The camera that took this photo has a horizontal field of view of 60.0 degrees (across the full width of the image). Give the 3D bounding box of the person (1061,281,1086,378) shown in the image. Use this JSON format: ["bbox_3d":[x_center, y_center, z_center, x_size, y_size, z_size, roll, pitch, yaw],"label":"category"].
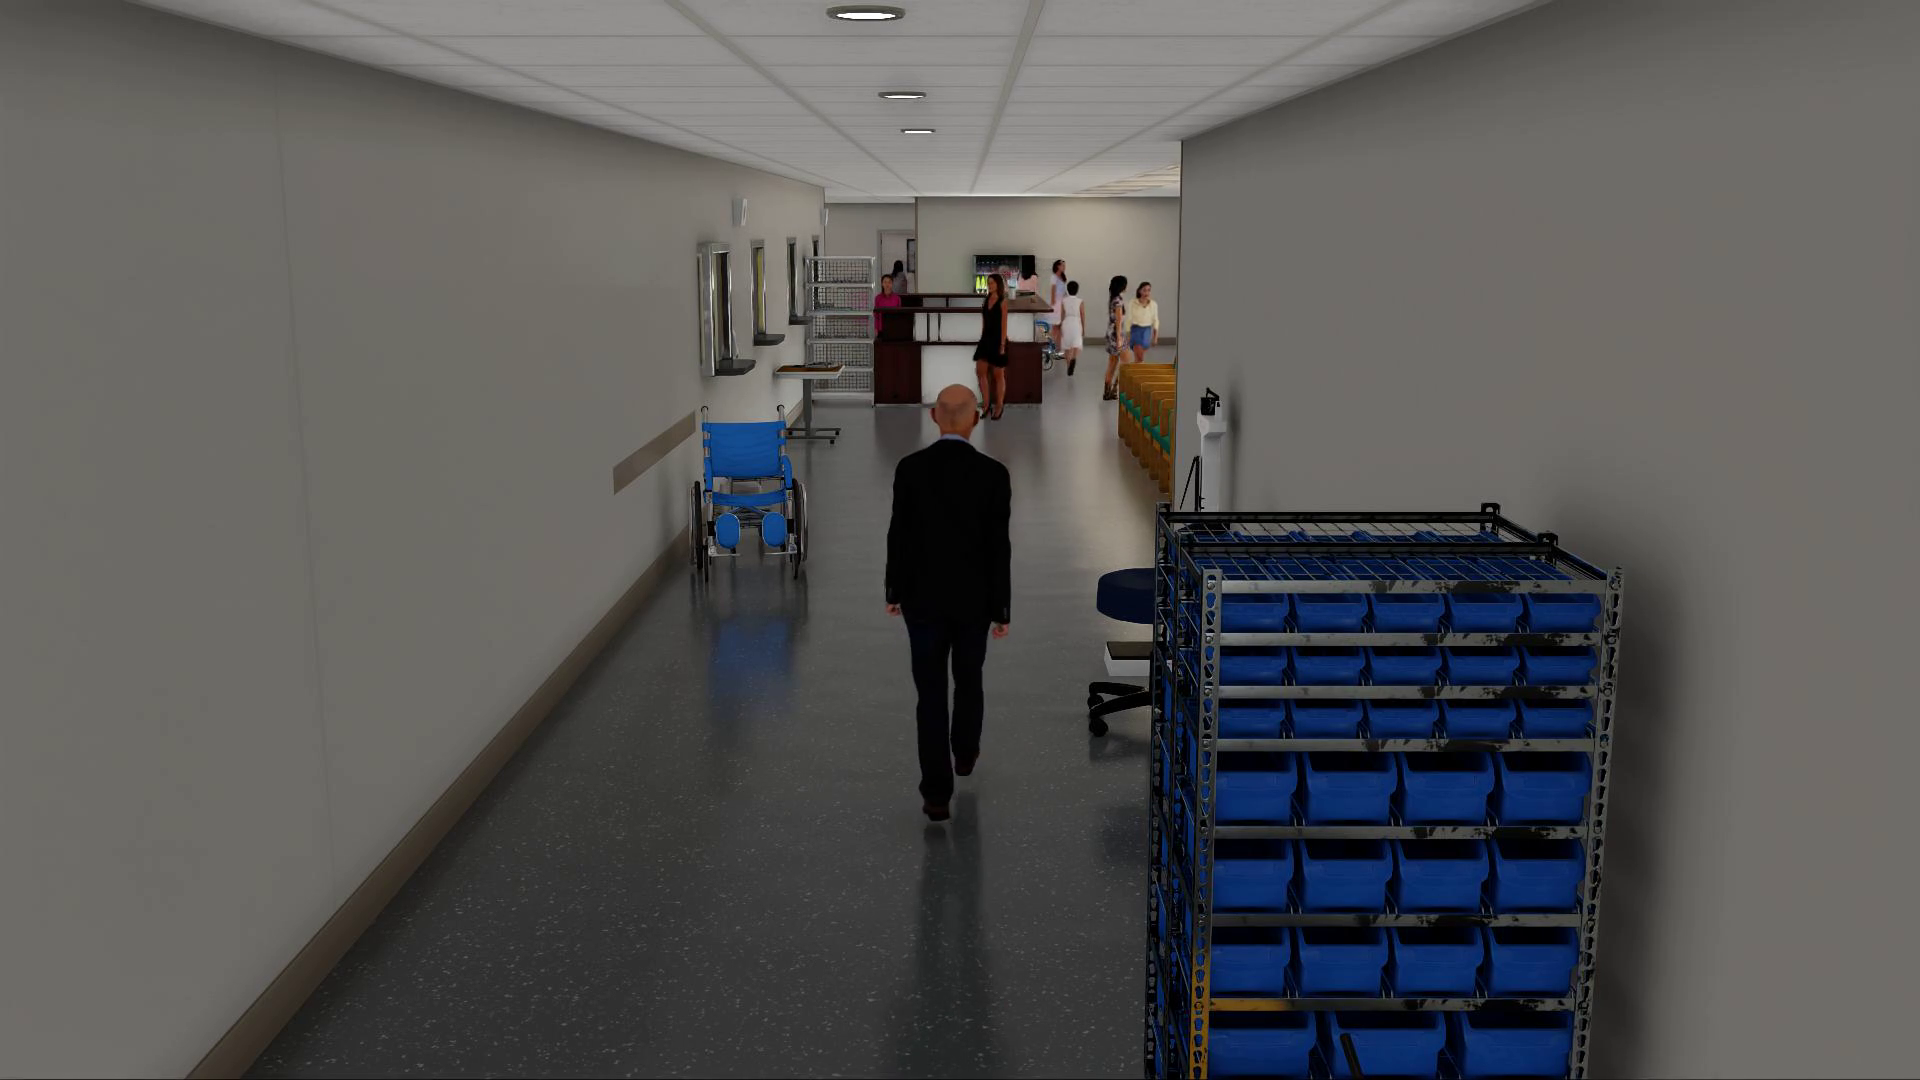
[{"bbox_3d":[1.785,-3.350,26.587,0.917,1.535,0.703,2,11,10],"label":"person"}]

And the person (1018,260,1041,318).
[{"bbox_3d":[1.338,-4.579,32.438,0.696,1.769,0.787,8,14,37],"label":"person"}]

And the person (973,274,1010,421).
[{"bbox_3d":[0.492,-2.395,20.776,0.730,1.825,0.794,9,14,39],"label":"person"}]

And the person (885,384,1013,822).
[{"bbox_3d":[-0.061,0.286,6.836,1.085,1.756,0.756,0,11,2],"label":"person"}]

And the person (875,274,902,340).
[{"bbox_3d":[-1.094,-3.163,25.166,0.551,1.698,0.681,-2,11,-11],"label":"person"}]

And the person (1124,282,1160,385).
[{"bbox_3d":[2.615,-2.943,24.323,1.107,1.580,0.898,-2,11,-12],"label":"person"}]

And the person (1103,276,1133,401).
[{"bbox_3d":[2.096,-2.798,23.188,0.687,1.718,0.652,-2,11,-9],"label":"person"}]

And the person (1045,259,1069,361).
[{"bbox_3d":[1.758,-4.201,30.344,0.914,1.807,0.867,8,13,35],"label":"person"}]

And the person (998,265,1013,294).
[{"bbox_3d":[0.691,-3.945,29.210,0.850,1.726,0.676,-2,11,-9],"label":"person"}]

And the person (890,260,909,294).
[{"bbox_3d":[-1.462,-5.797,39.284,0.772,1.610,0.837,9,14,39],"label":"person"}]
